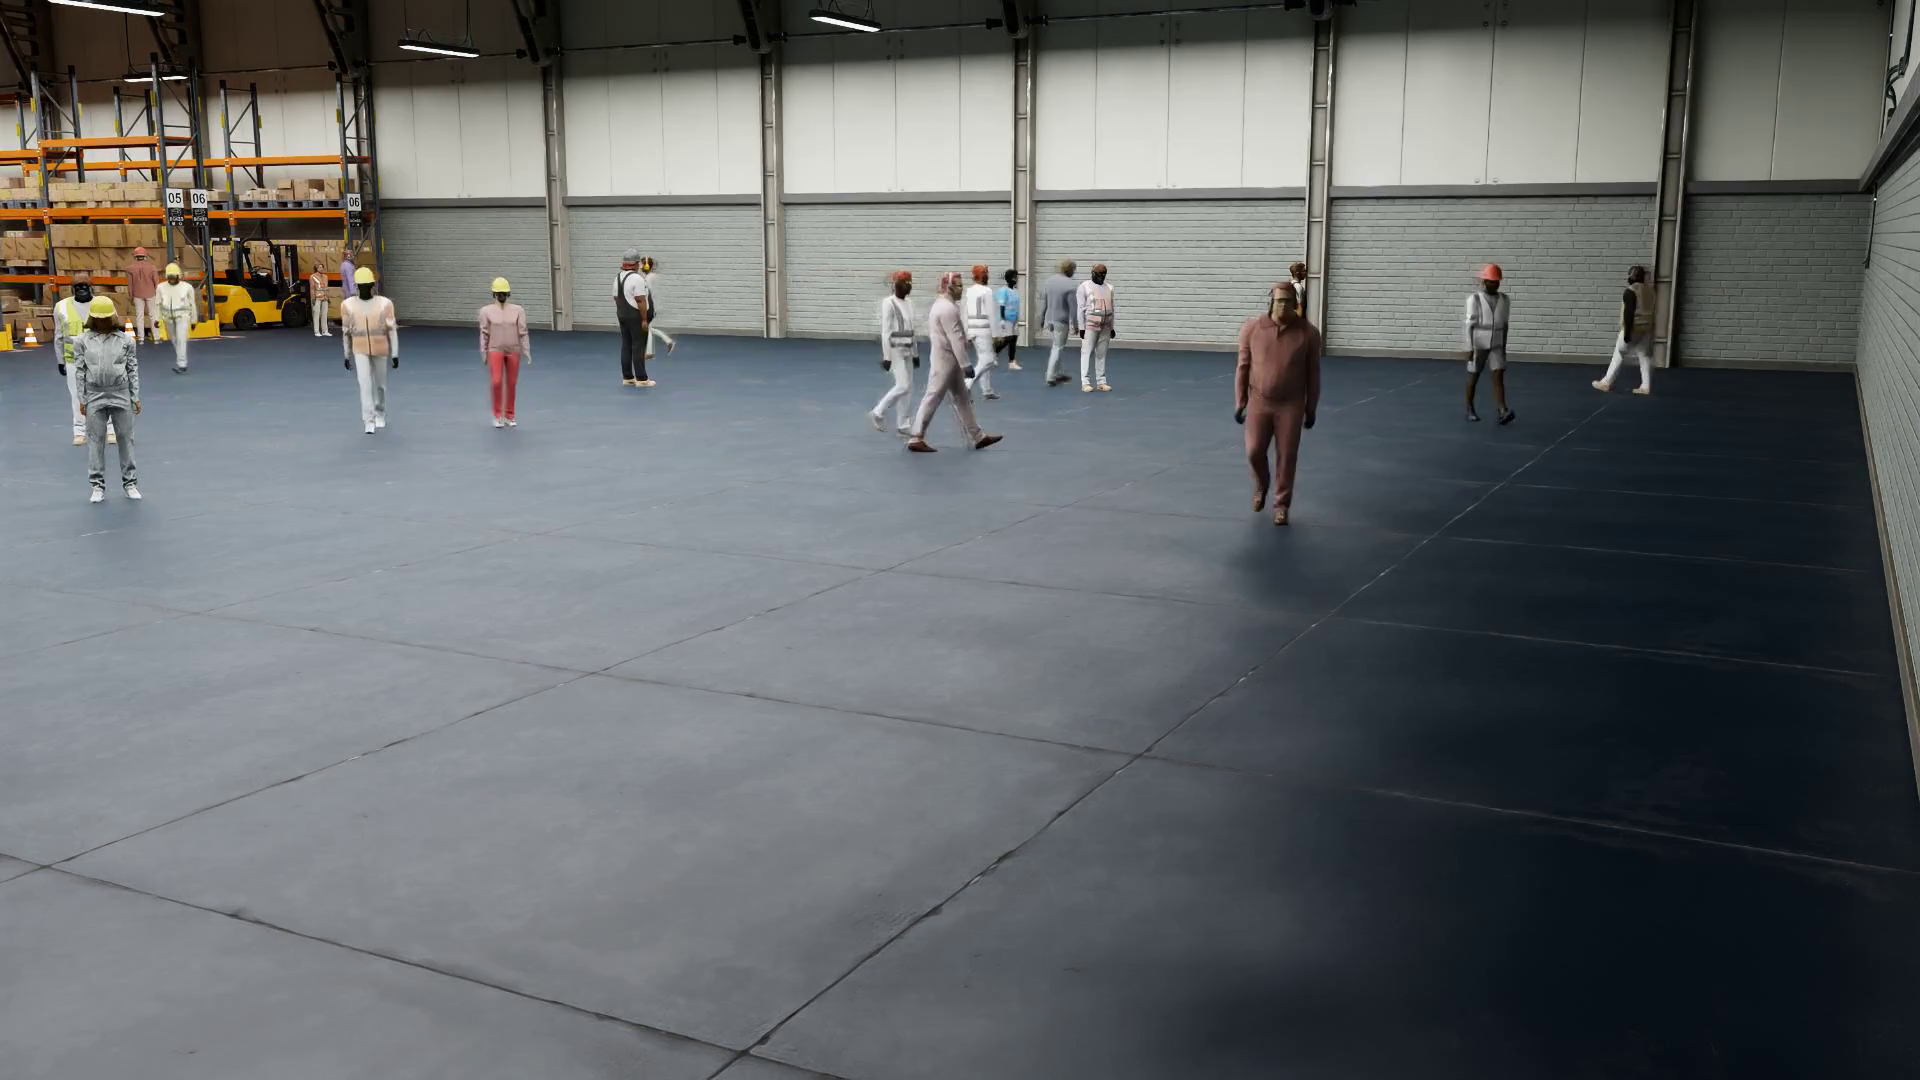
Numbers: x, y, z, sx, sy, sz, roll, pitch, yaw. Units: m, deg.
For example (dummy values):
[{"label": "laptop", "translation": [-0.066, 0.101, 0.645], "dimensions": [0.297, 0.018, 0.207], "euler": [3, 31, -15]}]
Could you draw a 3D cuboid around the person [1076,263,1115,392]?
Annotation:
[{"label": "person", "translation": [1.978, -3.053, 23.952], "dimensions": [0.621, 1.838, 0.429], "euler": [-6, 12, -29]}]

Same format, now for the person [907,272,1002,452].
[{"label": "person", "translation": [-0.080, -1.829, 17.236], "dimensions": [1.017, 1.855, 0.659], "euler": [0, 10, -1]}]

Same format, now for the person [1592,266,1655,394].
[{"label": "person", "translation": [9.512, -2.985, 23.675], "dimensions": [0.658, 1.801, 0.908], "euler": [-7, 12, -34]}]

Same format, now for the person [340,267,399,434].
[{"label": "person", "translation": [-6.779, -2.190, 19.135], "dimensions": [0.598, 1.886, 0.966], "euler": [-3, 11, -17]}]

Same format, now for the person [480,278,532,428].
[{"label": "person", "translation": [-5.274, -2.168, 19.375], "dimensions": [0.538, 1.742, 0.728], "euler": [-5, 12, -26]}]

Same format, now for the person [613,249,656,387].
[{"label": "person", "translation": [-4.819, -3.308, 24.781], "dimensions": [0.537, 2.000, 0.684], "euler": [-10, 14, -44]}]

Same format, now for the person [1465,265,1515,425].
[{"label": "person", "translation": [6.303, -2.317, 19.793], "dimensions": [0.570, 1.883, 0.987], "euler": [-1, 10, -5]}]

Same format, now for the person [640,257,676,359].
[{"label": "person", "translation": [-5.552, -4.204, 30.180], "dimensions": [0.612, 1.857, 0.519], "euler": [-1, 10, -3]}]

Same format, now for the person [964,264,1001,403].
[{"label": "person", "translation": [0.268, -2.767, 22.323], "dimensions": [0.739, 1.863, 0.605], "euler": [-6, 12, -29]}]

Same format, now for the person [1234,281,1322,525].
[{"label": "person", "translation": [2.480, -1.074, 12.994], "dimensions": [0.667, 1.891, 0.486], "euler": [2, 11, 13]}]

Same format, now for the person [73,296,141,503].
[{"label": "person", "translation": [-7.188, -1.187, 14.051], "dimensions": [0.484, 1.735, 0.309], "euler": [-6, 12, -30]}]

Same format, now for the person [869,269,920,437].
[{"label": "person", "translation": [-0.699, -2.070, 18.495], "dimensions": [0.493, 1.869, 0.572], "euler": [5, 11, 24]}]

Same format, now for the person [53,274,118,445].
[{"label": "person", "translation": [-9.351, -1.929, 17.835], "dimensions": [0.627, 1.835, 0.428], "euler": [-4, 11, -19]}]

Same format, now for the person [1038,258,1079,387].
[{"label": "person", "translation": [1.544, -3.224, 24.738], "dimensions": [0.792, 1.897, 0.720], "euler": [-10, 14, -42]}]

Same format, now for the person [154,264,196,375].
[{"label": "person", "translation": [-12.664, -3.547, 26.797], "dimensions": [0.585, 1.773, 0.938], "euler": [-1, 10, -4]}]

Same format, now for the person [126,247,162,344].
[{"label": "person", "translation": [-16.816, -5.032, 34.301], "dimensions": [0.612, 1.997, 0.375], "euler": [-4, 11, -21]}]

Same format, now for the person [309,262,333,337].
[{"label": "person", "translation": [-14.198, -5.333, 36.919], "dimensions": [0.306, 1.639, 0.523], "euler": [4, 11, 23]}]

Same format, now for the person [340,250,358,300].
[{"label": "person", "translation": [-14.058, -5.741, 38.420], "dimensions": [0.407, 1.904, 0.655], "euler": [-6, 12, -30]}]

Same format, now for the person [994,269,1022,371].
[{"label": "person", "translation": [0.788, -3.657, 27.634], "dimensions": [0.473, 1.684, 0.548], "euler": [7, 13, 35]}]

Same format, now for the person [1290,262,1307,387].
[{"label": "person", "translation": [4.985, -3.188, 24.659], "dimensions": [0.345, 1.847, 0.506], "euler": [-1, 10, -8]}]
